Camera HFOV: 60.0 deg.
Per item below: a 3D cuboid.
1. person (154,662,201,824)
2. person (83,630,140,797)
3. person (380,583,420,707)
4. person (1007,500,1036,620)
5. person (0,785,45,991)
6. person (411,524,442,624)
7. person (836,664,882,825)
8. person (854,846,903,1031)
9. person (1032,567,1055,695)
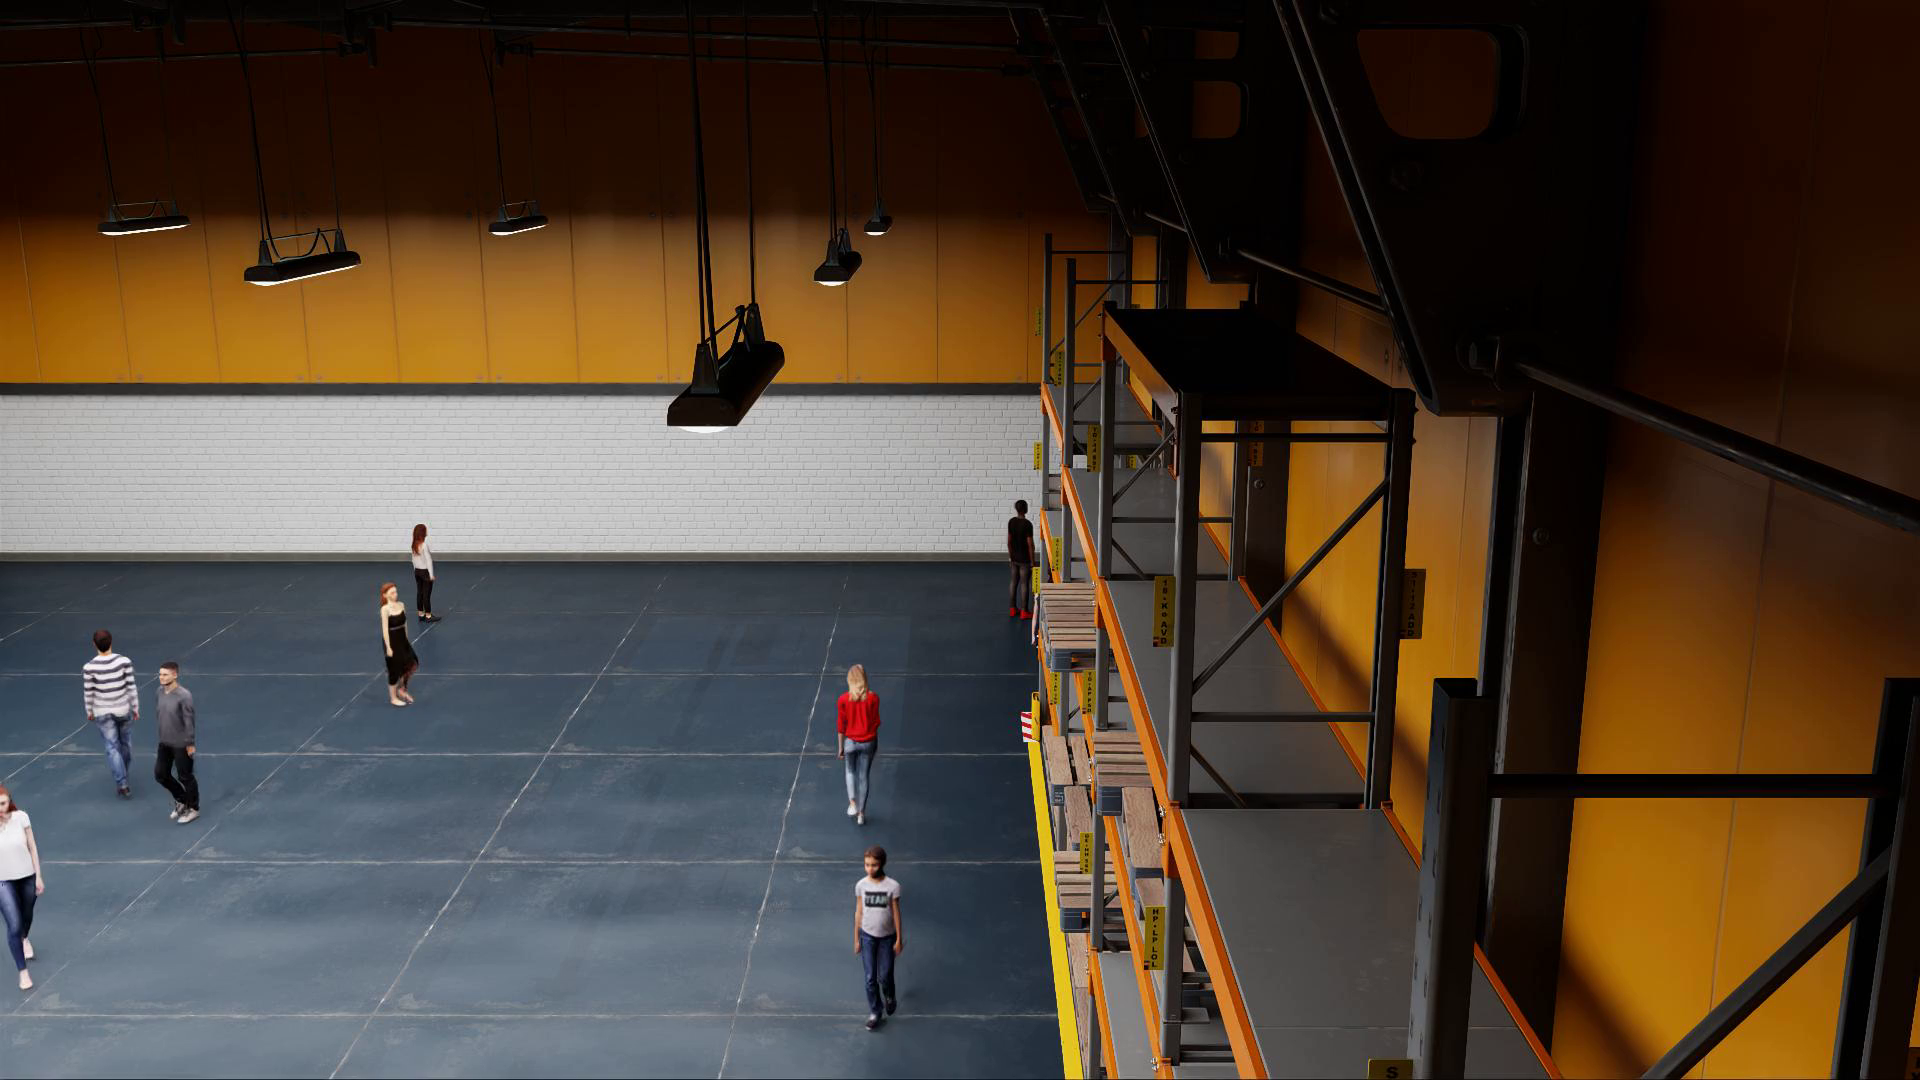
[{"bbox_3d":[-8.207,2.110,17.553,0.712,1.749,0.713,5,14,19],"label":"person"},{"bbox_3d":[-9.260,1.920,18.206,1.072,1.811,1.240,-9,16,-33],"label":"person"},{"bbox_3d":[-7.225,1.320,21.114,0.748,1.609,0.657,6,15,25],"label":"person"},{"bbox_3d":[0.909,0.279,24.995,0.769,1.805,0.706,-13,19,-43],"label":"person"},{"bbox_3d":[-8.138,2.918,14.327,1.025,1.697,1.170,-10,17,-37],"label":"person"},{"bbox_3d":[-8.014,0.489,24.809,0.619,1.484,0.655,10,17,36],"label":"person"},{"bbox_3d":[-1.040,2.180,17.409,0.634,1.680,0.617,-1,14,-4],"label":"person"},{"bbox_3d":[-0.646,3.190,13.525,0.617,1.547,0.705,3,14,13],"label":"person"},{"bbox_3d":[1.155,1.183,21.399,0.672,1.741,0.682,8,16,29],"label":"person"}]
